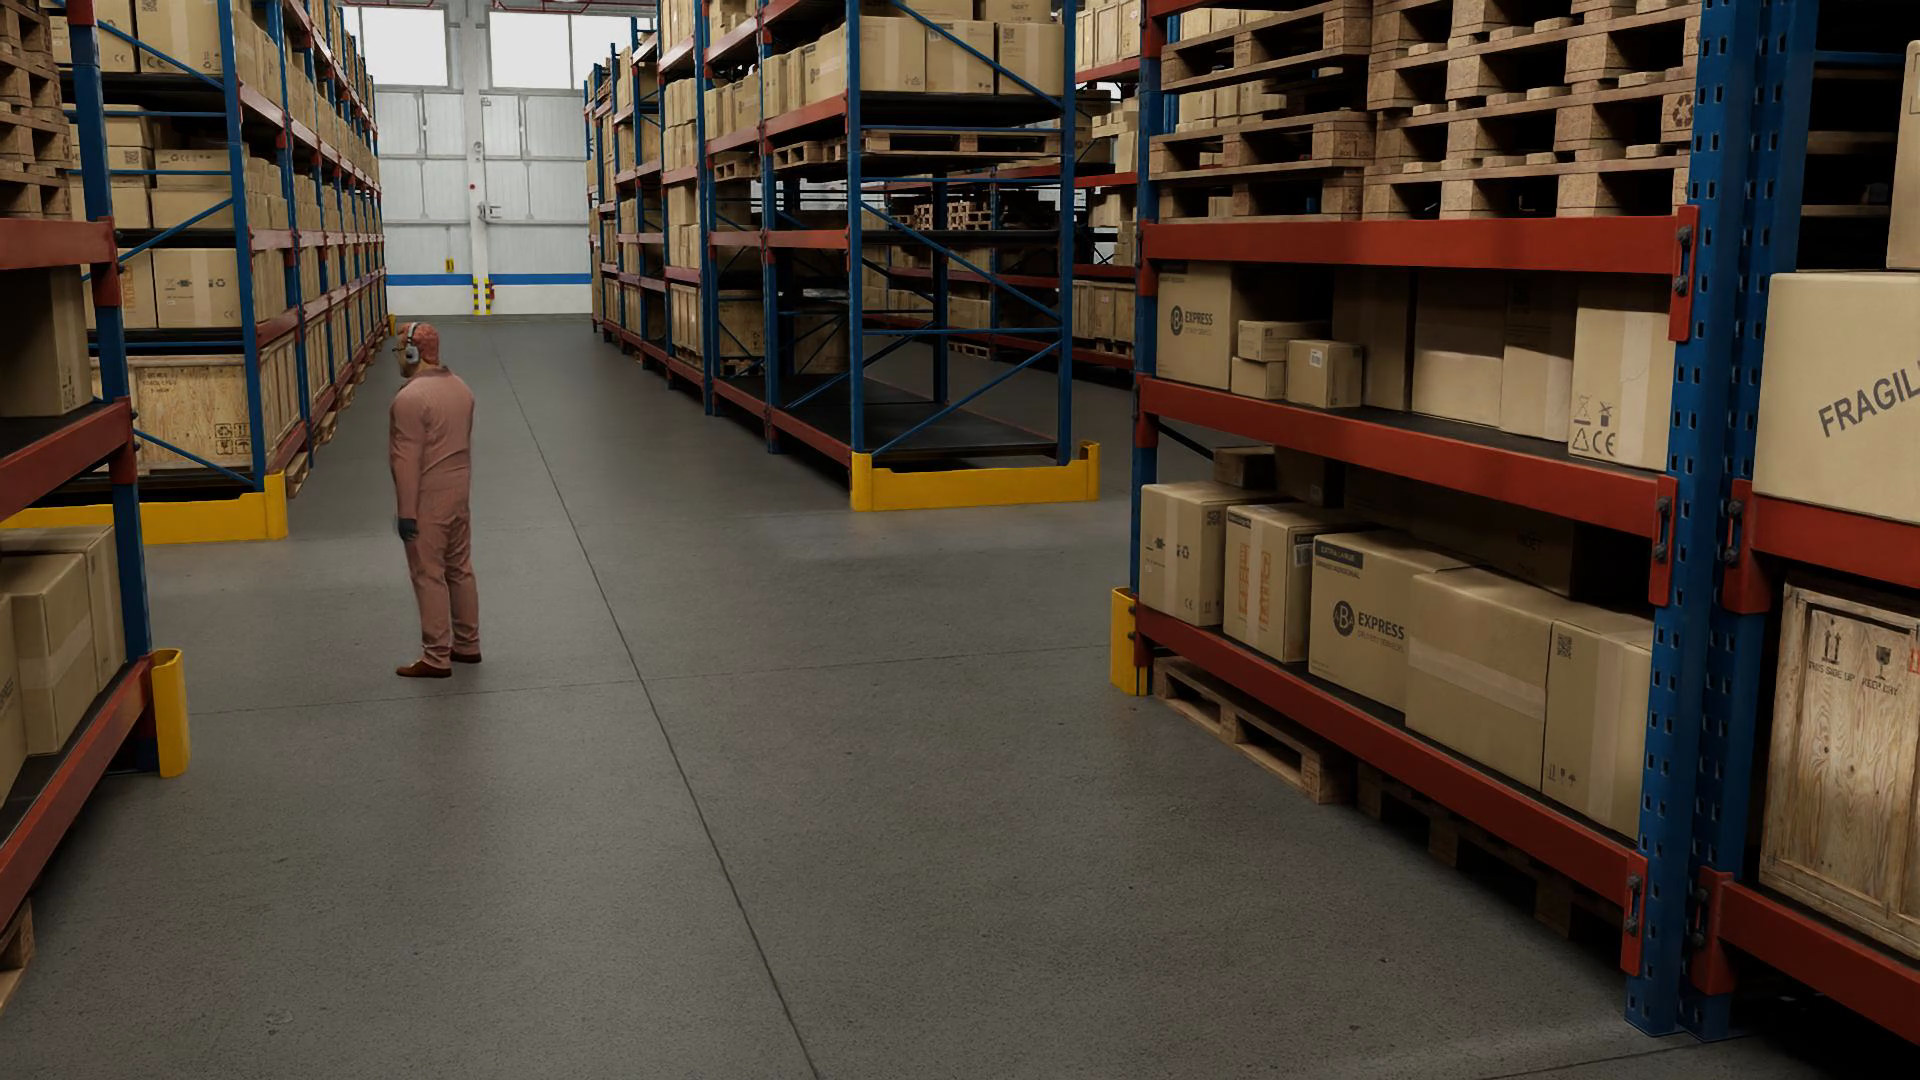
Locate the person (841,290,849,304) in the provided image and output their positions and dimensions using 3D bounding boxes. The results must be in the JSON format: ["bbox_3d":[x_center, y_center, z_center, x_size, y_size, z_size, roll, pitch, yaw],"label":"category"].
[{"bbox_3d":[-3.069,-6.713,44.541,0.913,1.909,0.619,0,10,-1],"label":"person"}]

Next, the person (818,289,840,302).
[{"bbox_3d":[-2.752,-5.027,35.608,0.609,1.793,0.897,-8,13,-36],"label":"person"}]

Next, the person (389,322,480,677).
[{"bbox_3d":[-2.853,-0.215,8.953,0.398,1.899,0.649,2,11,13],"label":"person"}]
